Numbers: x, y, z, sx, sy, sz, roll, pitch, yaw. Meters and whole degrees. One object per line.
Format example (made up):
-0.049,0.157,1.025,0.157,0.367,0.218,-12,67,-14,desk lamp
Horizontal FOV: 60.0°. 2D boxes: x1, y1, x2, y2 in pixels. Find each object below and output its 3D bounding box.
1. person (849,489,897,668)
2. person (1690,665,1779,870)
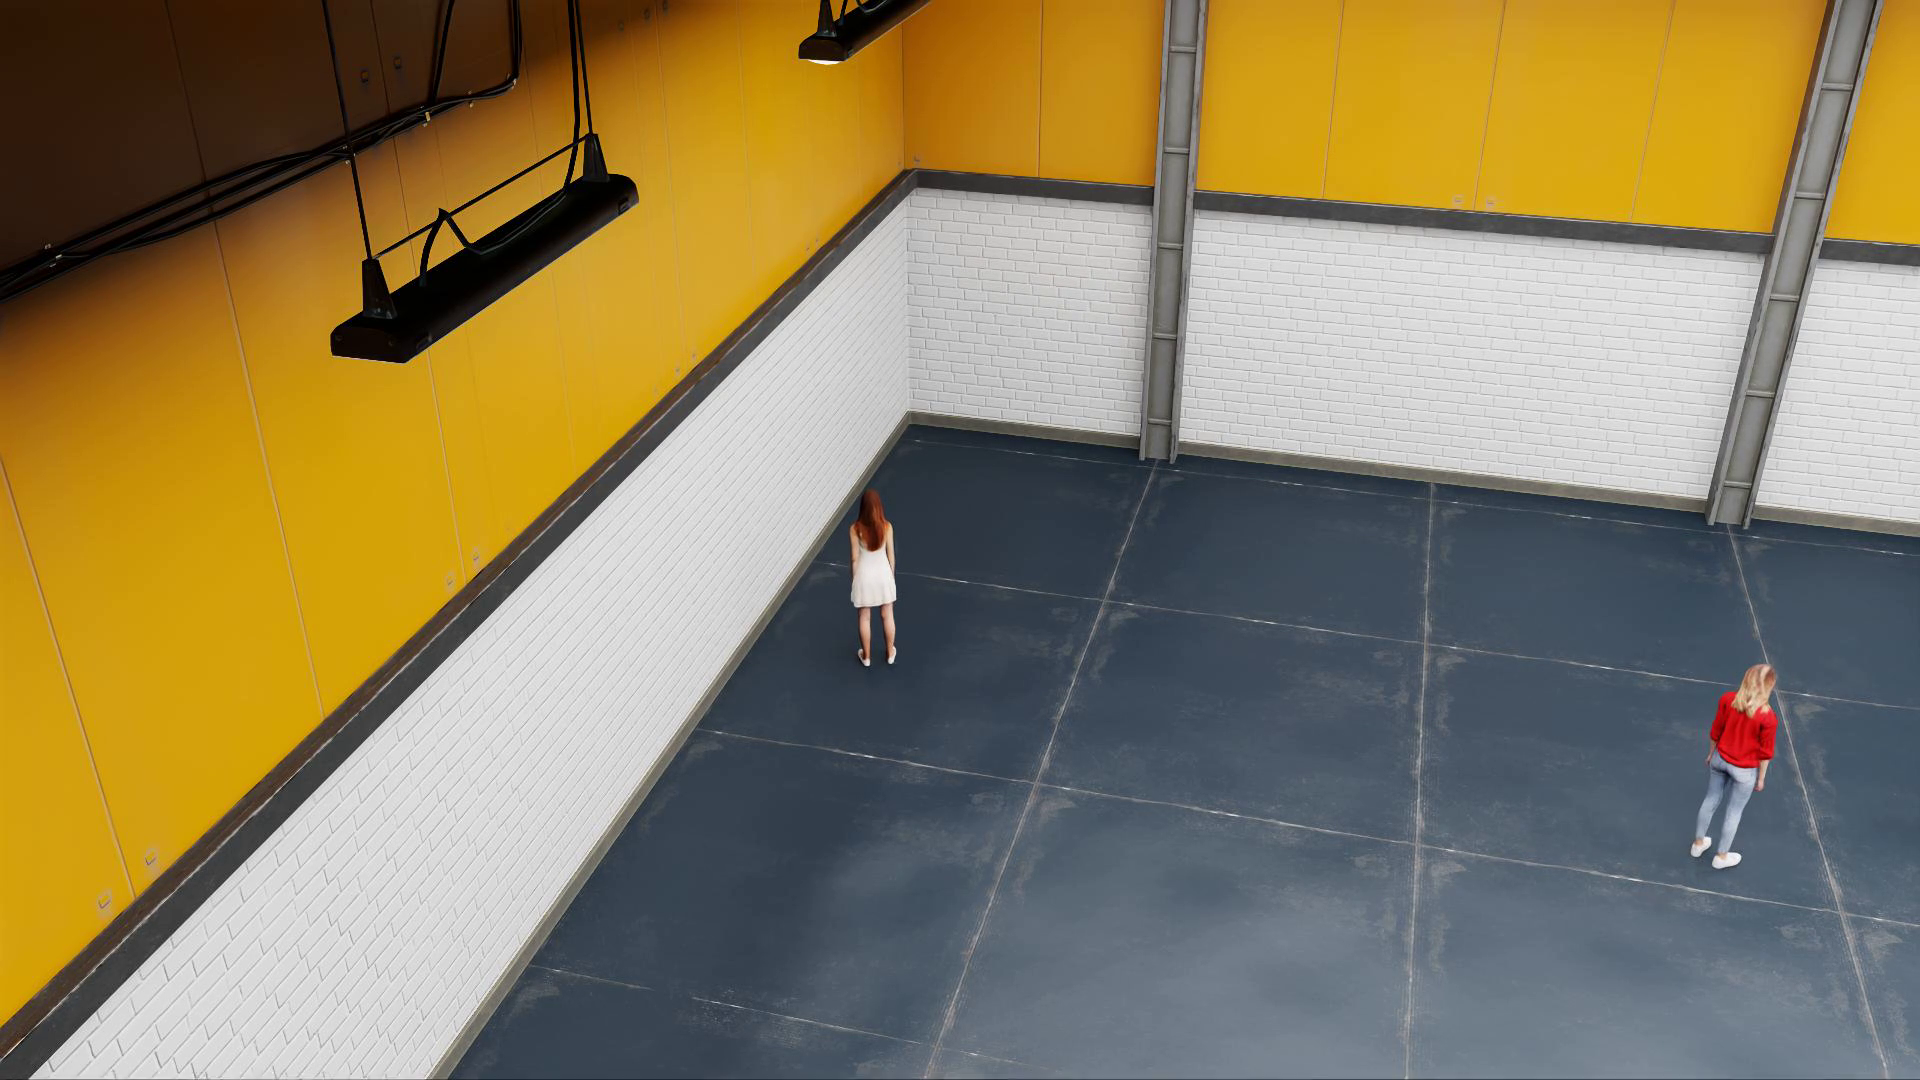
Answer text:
-0.768,0.329,14.673,0.584,1.711,0.692,-4,29,-7,person
5.707,1.654,12.252,0.751,1.704,0.666,-19,34,-31,person
